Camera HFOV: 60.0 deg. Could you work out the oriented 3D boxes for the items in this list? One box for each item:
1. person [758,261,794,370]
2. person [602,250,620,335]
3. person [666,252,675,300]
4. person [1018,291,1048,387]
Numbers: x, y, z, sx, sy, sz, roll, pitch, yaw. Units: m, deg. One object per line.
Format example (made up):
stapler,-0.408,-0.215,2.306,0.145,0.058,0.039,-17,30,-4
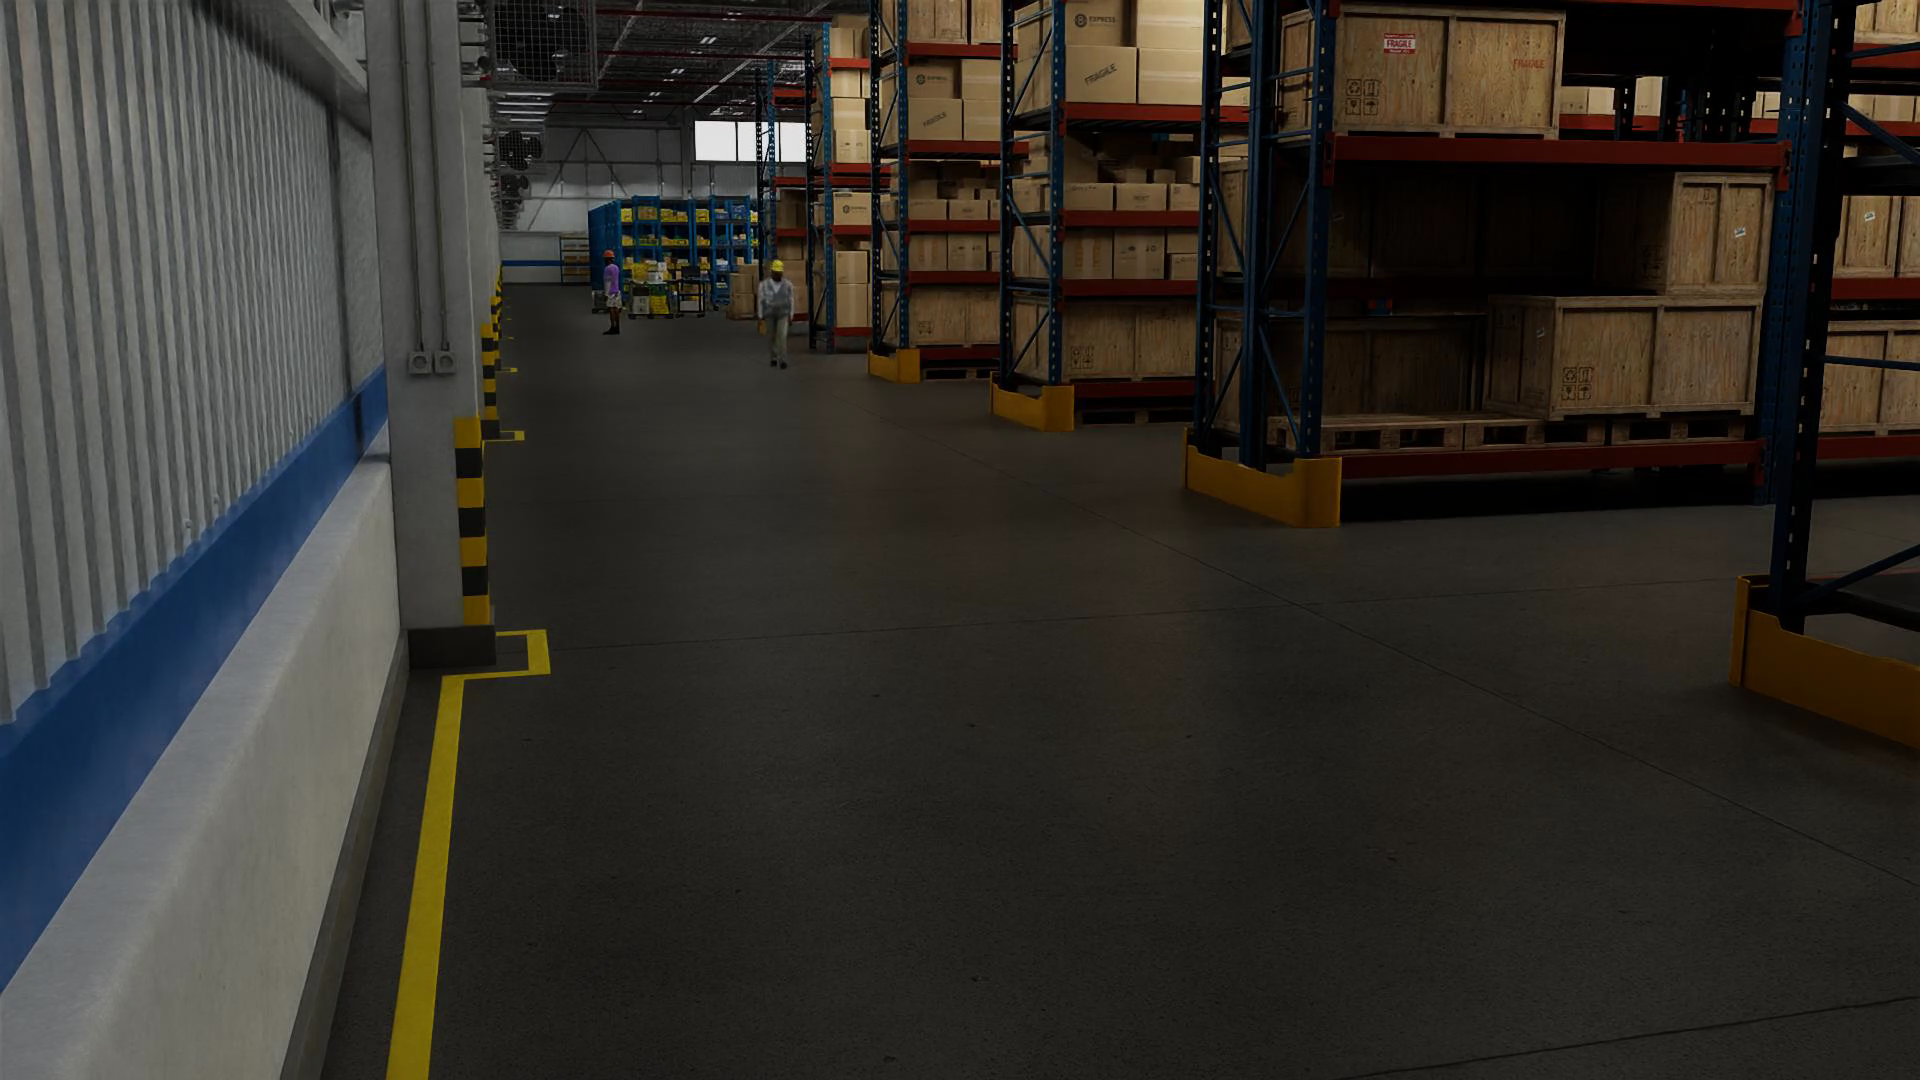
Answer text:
person,-3.050,-3.732,27.610,0.595,1.792,0.920,-1,10,-6
person,-8.044,-5.693,38.281,0.356,1.938,0.544,2,10,13
person,-10.563,-9.618,60.851,0.505,1.817,0.593,-2,10,-13
person,1.114,-3.089,23.896,0.861,1.812,0.632,-1,10,-3
